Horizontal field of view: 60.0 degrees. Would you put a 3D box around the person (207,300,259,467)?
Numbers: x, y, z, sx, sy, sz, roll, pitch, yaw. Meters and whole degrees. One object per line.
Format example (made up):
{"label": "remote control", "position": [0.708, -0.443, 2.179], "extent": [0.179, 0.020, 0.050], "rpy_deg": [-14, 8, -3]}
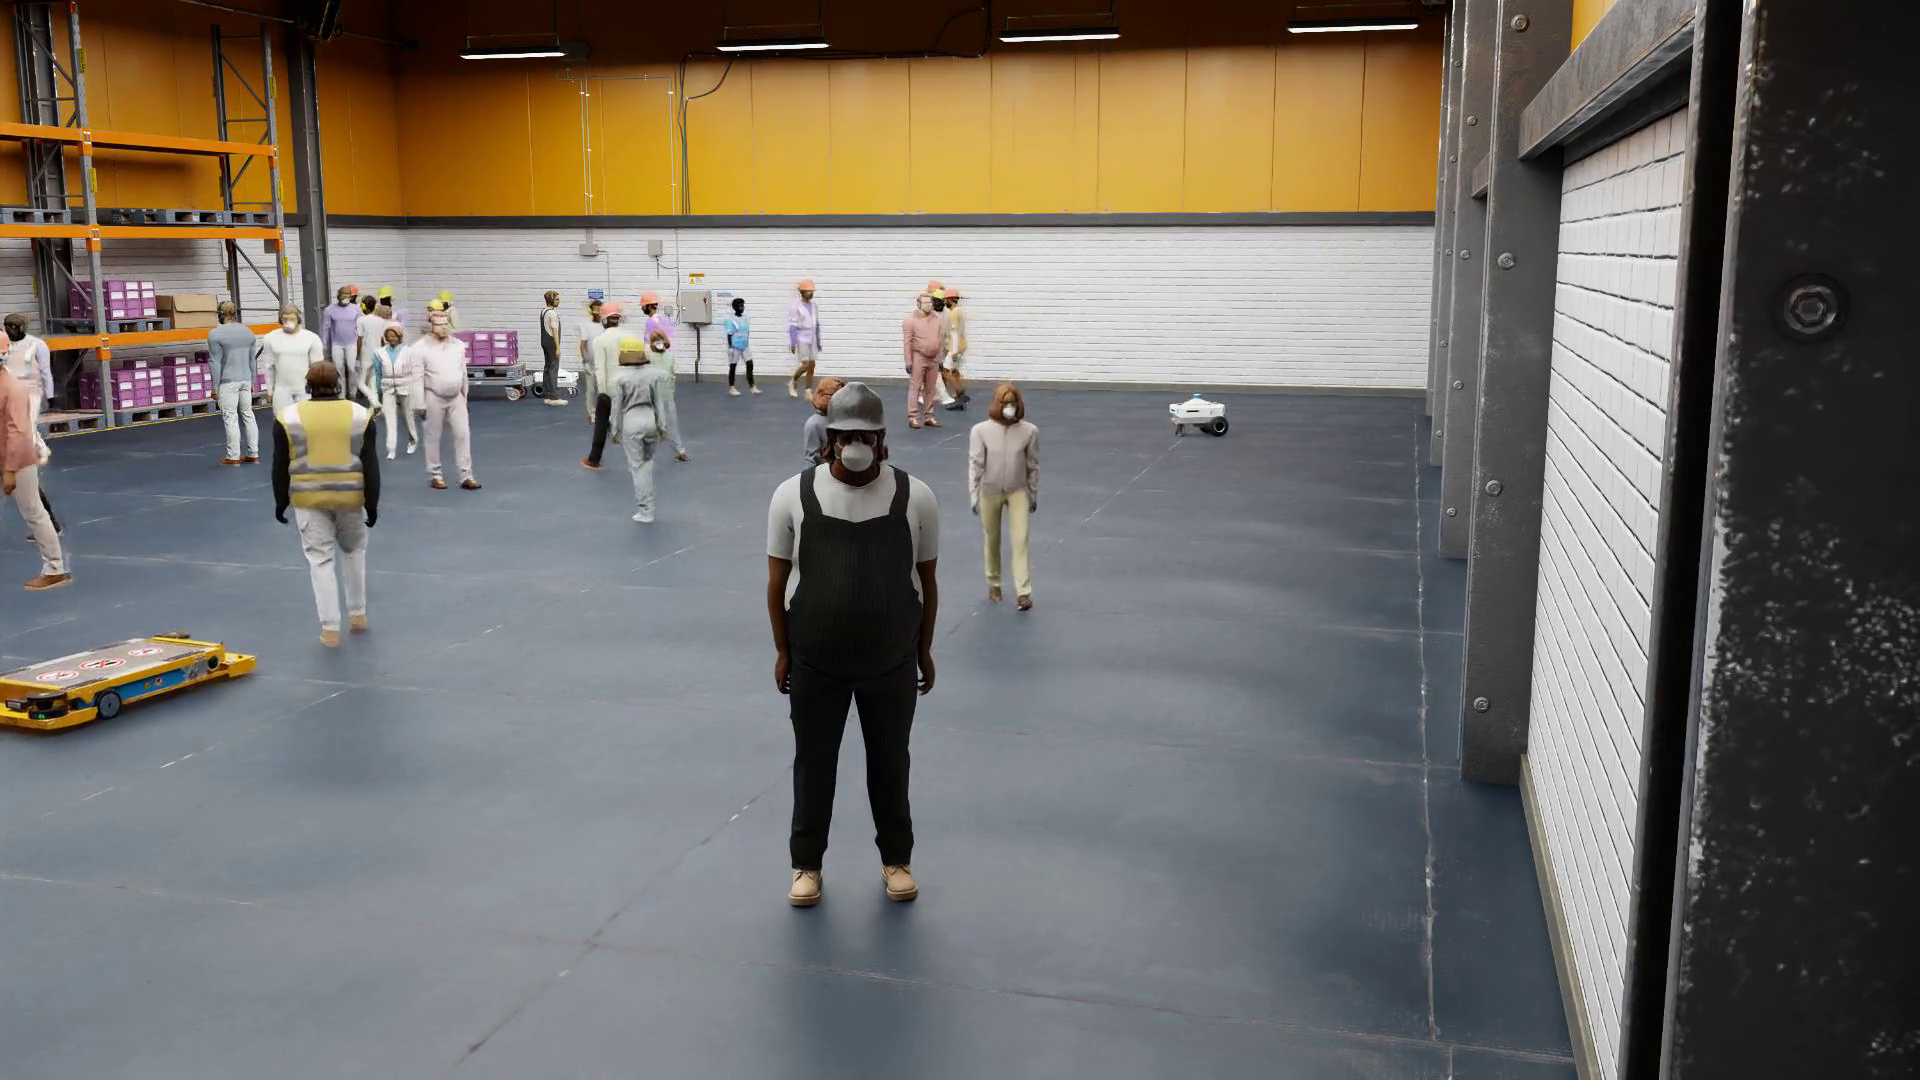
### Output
{"label": "person", "position": [-8.452, -1.815, 19.366], "extent": [0.375, 1.932, 0.622], "rpy_deg": [4, 11, 23]}

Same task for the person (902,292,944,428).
{"label": "person", "position": [-0.495, -2.530, 23.458], "extent": [0.651, 1.906, 0.403], "rpy_deg": [-7, 12, -36]}

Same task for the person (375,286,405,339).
{"label": "person", "position": [-9.492, -3.298, 27.808], "extent": [0.620, 1.905, 0.592], "rpy_deg": [4, 11, 22]}

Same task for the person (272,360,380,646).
{"label": "person", "position": [-4.129, -0.257, 10.831], "extent": [0.643, 1.814, 0.774], "rpy_deg": [-5, 11, -26]}

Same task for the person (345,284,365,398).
{"label": "person", "position": [-10.234, -3.346, 28.030], "extent": [0.566, 1.923, 0.428], "rpy_deg": [1, 10, 4]}

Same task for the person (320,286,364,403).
{"label": "person", "position": [-9.838, -3.074, 26.493], "extent": [0.701, 1.913, 0.566], "rpy_deg": [-2, 10, -11]}

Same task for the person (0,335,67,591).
{"label": "person", "position": [-7.016, -0.538, 12.047], "extent": [0.655, 1.942, 0.998], "rpy_deg": [6, 12, 31]}

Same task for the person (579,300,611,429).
{"label": "person", "position": [-5.102, -2.471, 23.409], "extent": [0.500, 1.805, 1.034], "rpy_deg": [-5, 11, -24]}

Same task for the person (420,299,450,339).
{"label": "person", "position": [-7.801, -2.706, 24.850], "extent": [0.527, 1.767, 0.331], "rpy_deg": [4, 11, 20]}

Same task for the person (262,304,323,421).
{"label": "person", "position": [-7.300, -1.622, 18.252], "extent": [0.649, 1.922, 0.506], "rpy_deg": [-2, 10, -9]}

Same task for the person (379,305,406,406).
{"label": "person", "position": [-9.063, -2.907, 26.383], "extent": [0.538, 1.627, 0.357], "rpy_deg": [-2, 10, -14]}

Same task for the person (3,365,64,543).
{"label": "person", "position": [-8.163, -0.874, 14.072], "extent": [0.628, 1.913, 1.026], "rpy_deg": [7, 12, 36]}

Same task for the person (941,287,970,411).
{"label": "person", "position": [-0.108, -2.963, 25.870], "extent": [0.416, 1.916, 0.576], "rpy_deg": [1, 10, 6]}

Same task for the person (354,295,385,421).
{"label": "person", "position": [-8.591, -2.630, 24.192], "extent": [0.518, 1.847, 0.539], "rpy_deg": [5, 11, 28]}

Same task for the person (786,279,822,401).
{"label": "person", "position": [-2.550, -3.278, 27.364], "extent": [0.525, 2.024, 0.614], "rpy_deg": [7, 12, 36]}

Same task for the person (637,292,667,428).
{"label": "person", "position": [-4.374, -2.512, 23.312], "extent": [0.533, 1.915, 0.560], "rpy_deg": [0, 10, 0]}

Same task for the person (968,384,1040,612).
{"label": "person", "position": [0.314, -0.297, 11.707], "extent": [0.521, 1.584, 0.866], "rpy_deg": [-1, 10, -4]}

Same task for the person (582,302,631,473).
{"label": "person", "position": [-3.883, -1.716, 18.793], "extent": [1.056, 1.934, 0.620], "rpy_deg": [9, 14, 43]}

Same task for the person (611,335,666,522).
{"label": "person", "position": [-3.033, -1.042, 15.501], "extent": [0.498, 1.723, 0.579], "rpy_deg": [-8, 13, -38]}

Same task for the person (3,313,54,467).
{"label": "person", "position": [-10.655, -1.682, 18.967], "extent": [0.640, 1.810, 0.910], "rpy_deg": [0, 10, 3]}

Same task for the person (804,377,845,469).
{"label": "person", "position": [-0.935, -0.354, 11.909], "extent": [0.271, 1.631, 0.507], "rpy_deg": [5, 11, 27]}

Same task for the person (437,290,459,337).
{"label": "person", "position": [-8.862, -3.409, 28.740], "extent": [0.441, 1.796, 0.634], "rpy_deg": [-9, 14, -42]}

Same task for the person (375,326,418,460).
{"label": "person", "position": [-6.828, -1.812, 20.253], "extent": [0.526, 1.602, 0.834], "rpy_deg": [-1, 10, -6]}

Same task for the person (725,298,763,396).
{"label": "person", "position": [-3.689, -3.269, 28.284], "extent": [0.767, 1.666, 0.557], "rpy_deg": [9, 13, 42]}

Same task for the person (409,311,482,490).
{"label": "person", "position": [-5.357, -1.440, 17.367], "extent": [0.670, 1.870, 0.855], "rpy_deg": [-10, 14, -44]}

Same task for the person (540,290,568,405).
{"label": "person", "position": [-6.584, -3.097, 26.840], "extent": [0.326, 1.843, 0.515], "rpy_deg": [-7, 12, -35]}

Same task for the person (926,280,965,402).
{"label": "person", "position": [-0.253, -3.231, 27.128], "extent": [0.696, 2.017, 0.626], "rpy_deg": [6, 11, 29]}

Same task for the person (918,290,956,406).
{"label": "person", "position": [-0.377, -3.087, 26.758], "extent": [0.993, 1.854, 0.590], "rpy_deg": [6, 12, 31]}

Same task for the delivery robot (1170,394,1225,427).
{"label": "delivery robot", "position": [3.204, -1.729, 22.482], "extent": [0.707, 0.478, 0.477], "rpy_deg": [-2, 10, -12]}

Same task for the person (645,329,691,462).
{"label": "person", "position": [-3.617, -1.729, 19.861], "extent": [0.504, 1.587, 0.858], "rpy_deg": [-9, 13, -42]}

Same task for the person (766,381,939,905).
{"label": "person", "position": [-0.400, 0.409, 6.434], "extent": [0.678, 2.000, 0.537], "rpy_deg": [-1, 10, -7]}

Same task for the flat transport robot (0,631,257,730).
{"label": "flat transport robot", "position": [-4.771, 0.771, 9.390], "extent": [0.652, 0.197, 1.431], "rpy_deg": [4, 11, 22]}

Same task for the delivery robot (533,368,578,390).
{"label": "delivery robot", "position": [-6.853, -2.743, 28.224], "extent": [0.707, 0.478, 0.477], "rpy_deg": [0, 10, 1]}
